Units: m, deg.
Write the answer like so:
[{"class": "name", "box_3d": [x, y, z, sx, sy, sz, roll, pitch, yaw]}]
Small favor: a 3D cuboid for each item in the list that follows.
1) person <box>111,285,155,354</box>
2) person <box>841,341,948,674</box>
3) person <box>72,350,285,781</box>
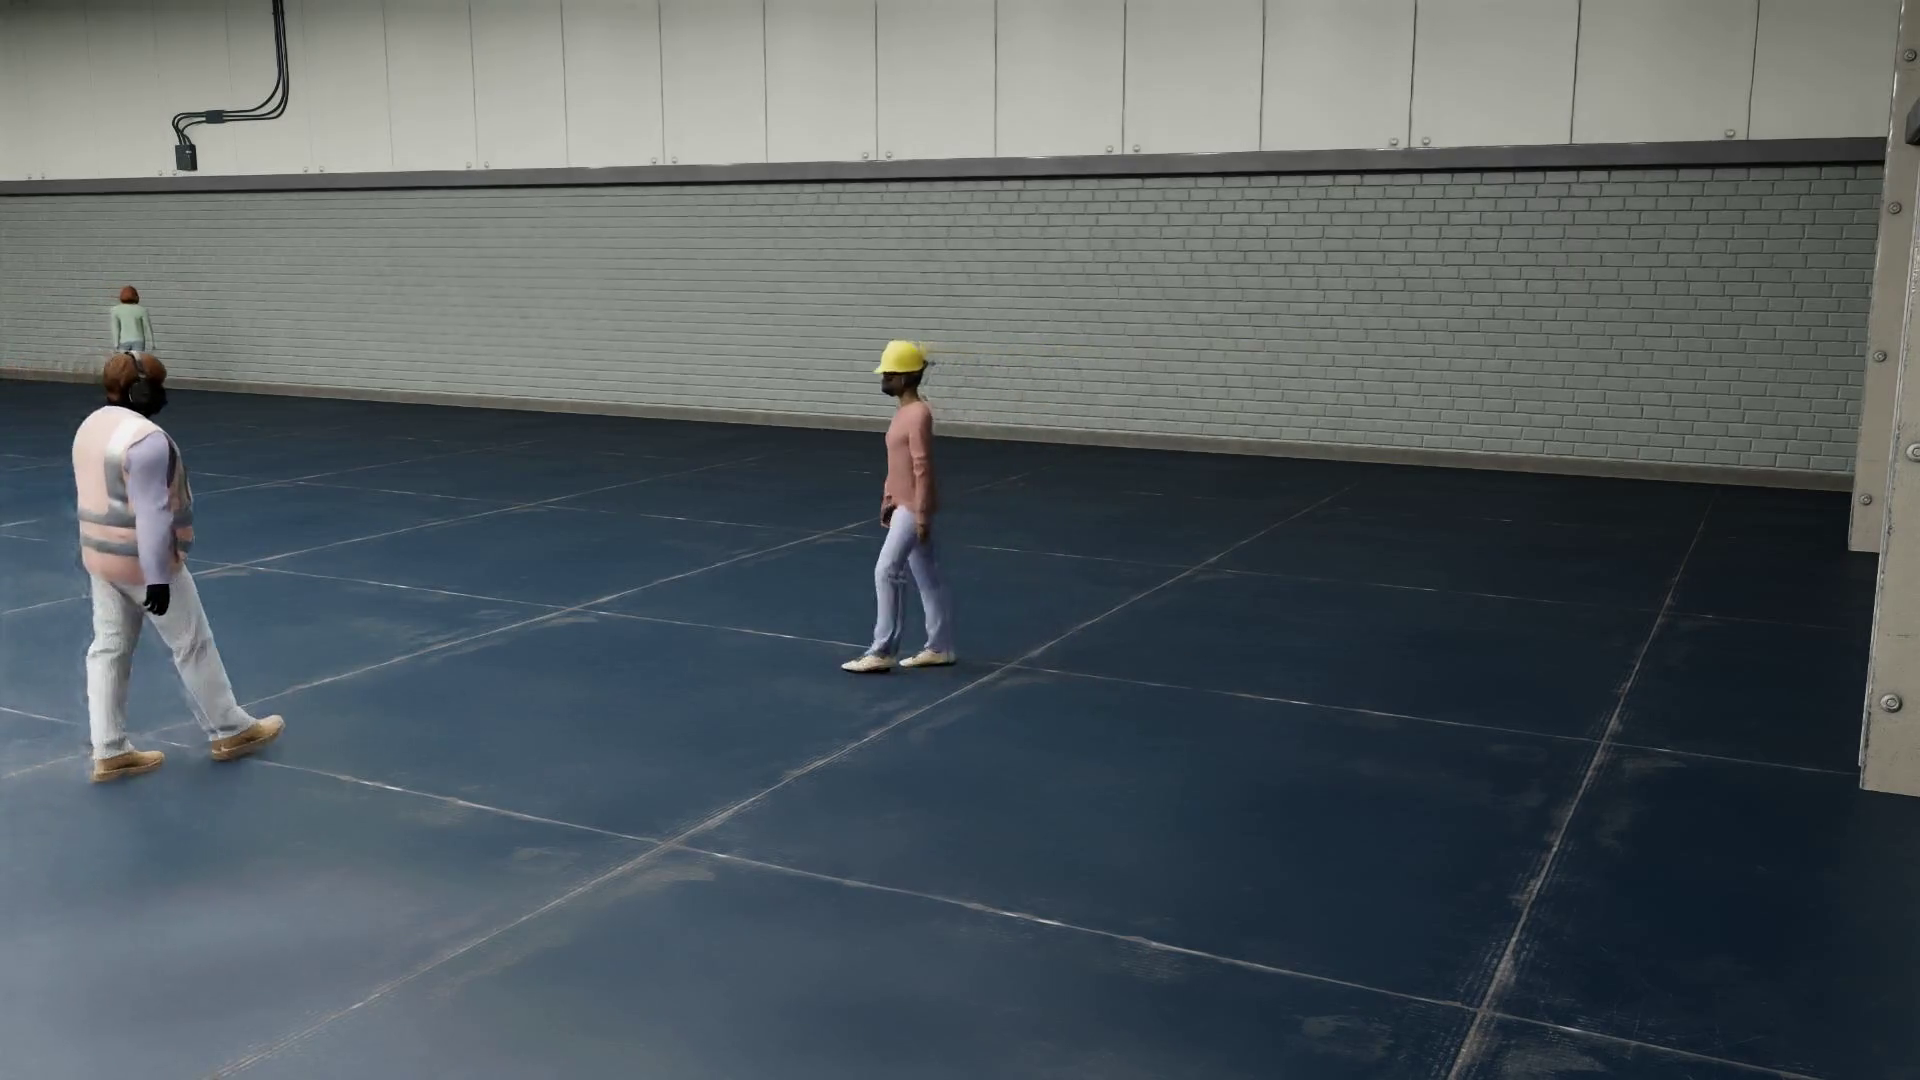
[{"class": "person", "box_3d": [-11.619, -2.770, 23.347, 0.511, 1.601, 0.801, -1, 10, -4]}, {"class": "person", "box_3d": [-0.374, -0.161, 8.705, 0.710, 1.741, 0.548, -2, 11, -8]}, {"class": "person", "box_3d": [-3.397, 0.092, 7.167, 0.660, 1.807, 0.872, 8, 13, 37]}]
